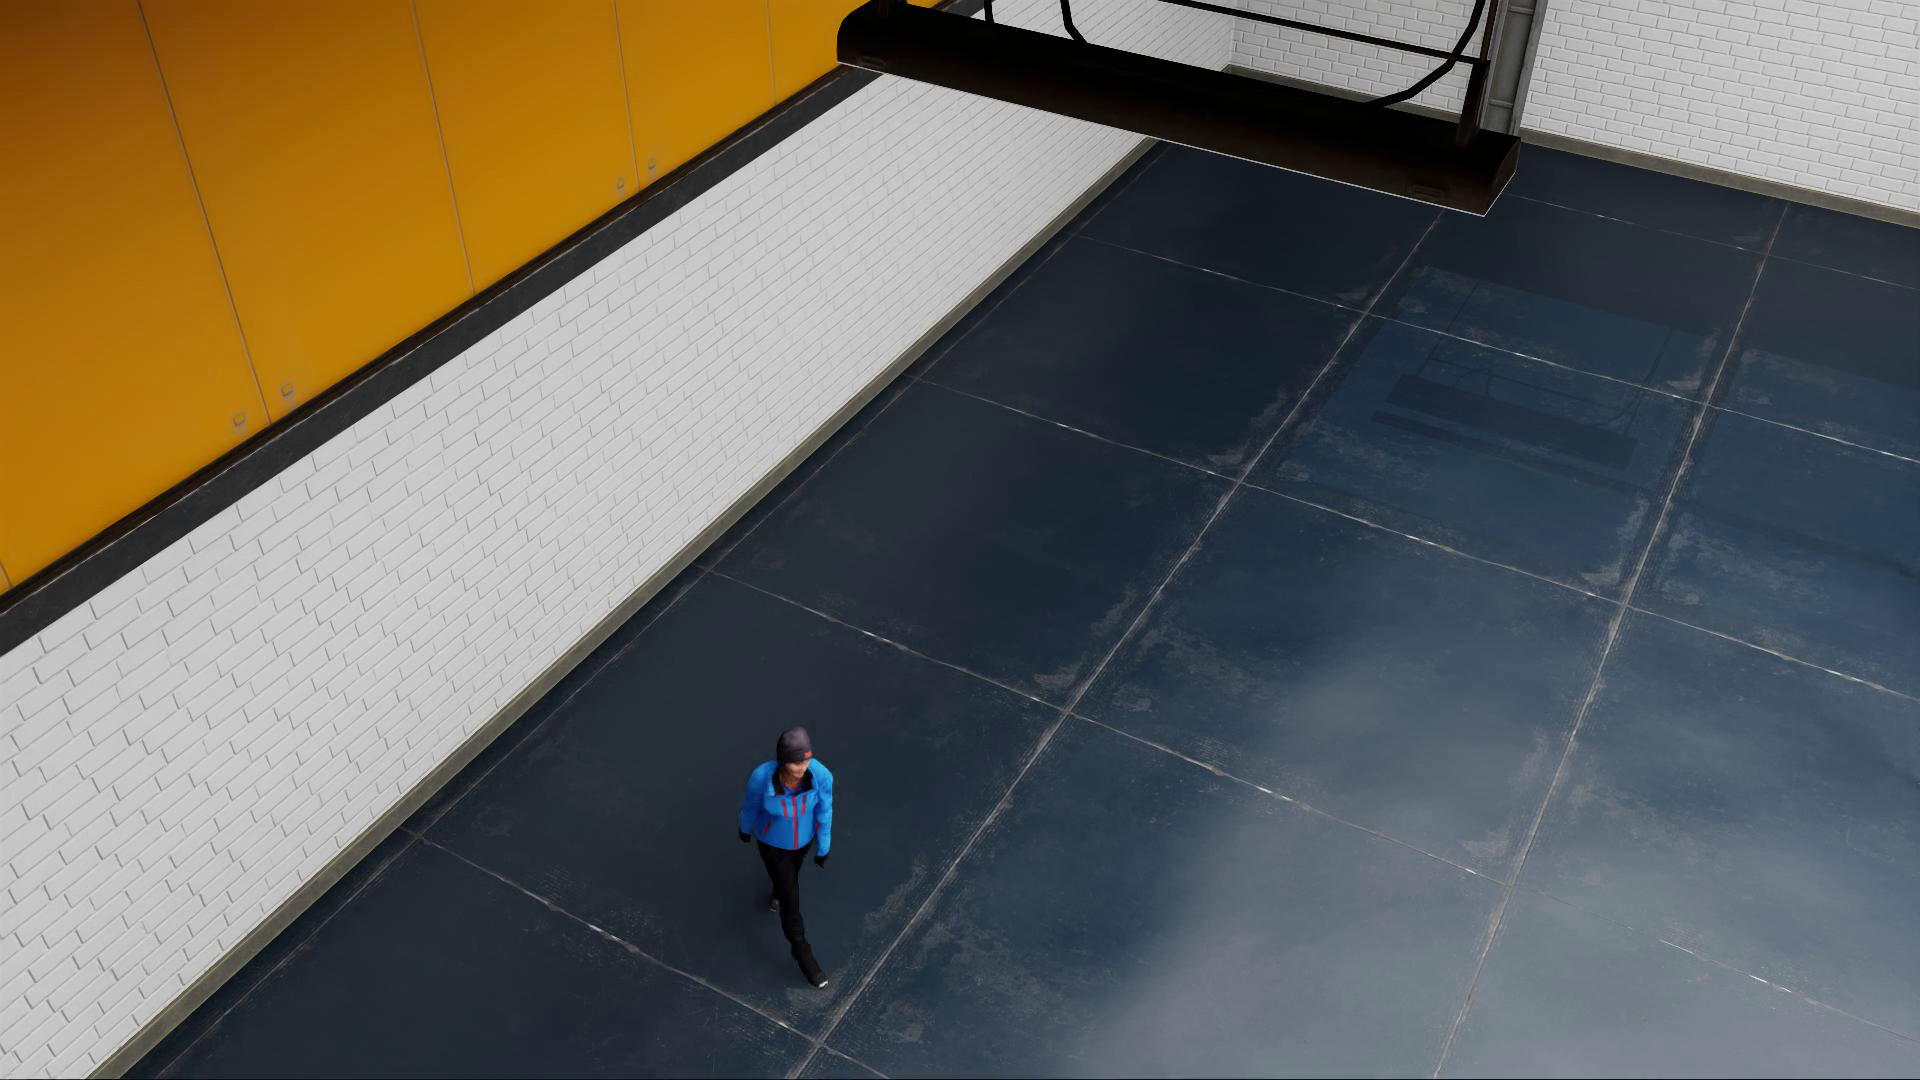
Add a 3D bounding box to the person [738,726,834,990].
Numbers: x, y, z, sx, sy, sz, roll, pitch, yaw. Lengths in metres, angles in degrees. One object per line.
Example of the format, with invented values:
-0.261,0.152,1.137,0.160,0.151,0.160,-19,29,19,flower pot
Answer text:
-0.979,1.601,9.248,1.180,1.741,1.217,-4,39,-5,person
